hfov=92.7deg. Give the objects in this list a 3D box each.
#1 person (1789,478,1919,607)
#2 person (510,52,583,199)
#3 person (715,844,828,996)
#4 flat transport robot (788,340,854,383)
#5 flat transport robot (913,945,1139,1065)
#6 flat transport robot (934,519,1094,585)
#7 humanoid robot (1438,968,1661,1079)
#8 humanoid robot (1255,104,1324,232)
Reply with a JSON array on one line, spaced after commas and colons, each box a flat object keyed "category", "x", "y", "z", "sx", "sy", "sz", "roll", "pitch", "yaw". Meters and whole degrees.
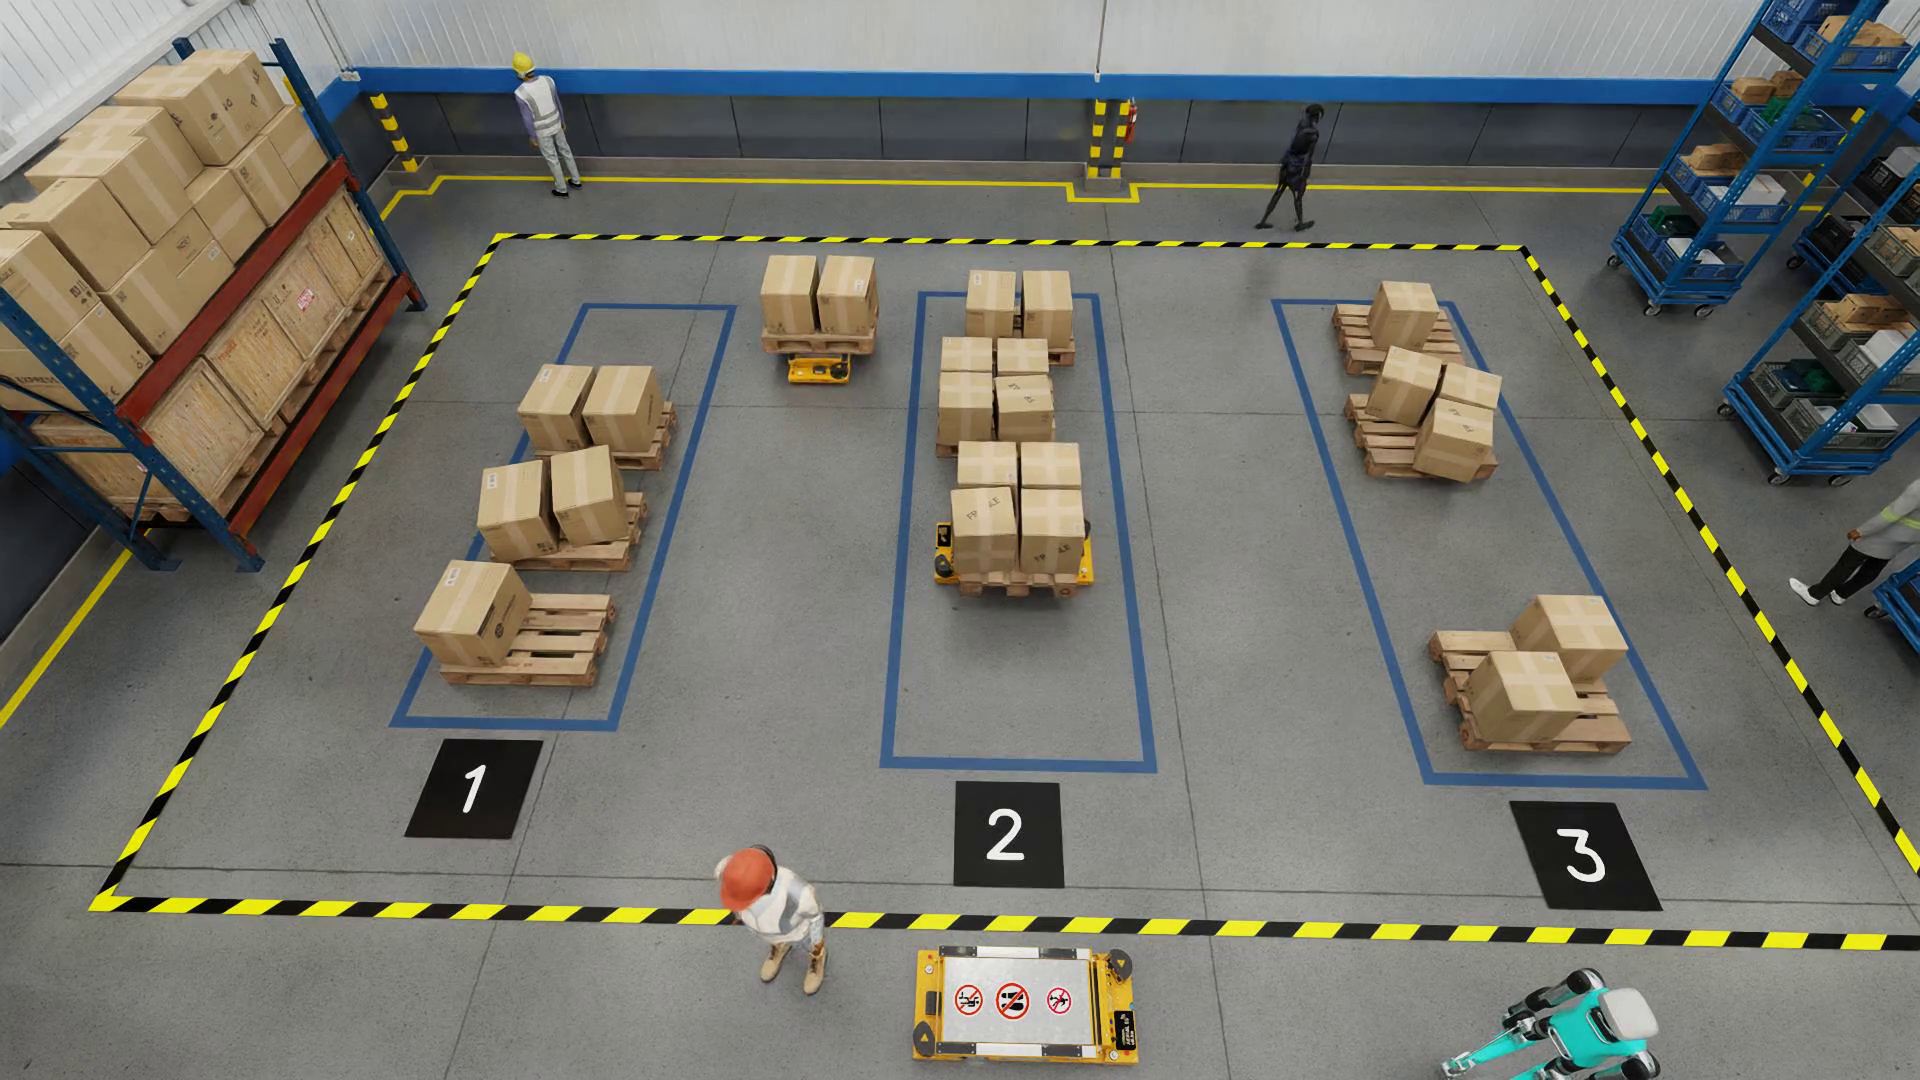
[{"category": "person", "x": 7.697, "y": -0.108, "z": 7.552, "sx": 0.599, "sy": 1.850, "sz": 0.385, "roll": 1, "pitch": 51, "yaw": 0}, {"category": "person", "x": -5.344, "y": -5.329, "z": 11.817, "sx": 0.404, "sy": 1.837, "sz": 0.592, "roll": 25, "pitch": 55, "yaw": 19}, {"category": "person", "x": -1.098, "y": 2.293, "z": 5.473, "sx": 0.609, "sy": 2.042, "sz": 0.393, "roll": 14, "pitch": 52, "yaw": 11}, {"category": "flat transport robot", "x": -1.528, "y": -2.322, "z": 10.360, "sx": 0.652, "sy": 0.197, "sz": 1.431, "roll": 1, "pitch": 51, "yaw": 1}, {"category": "flat transport robot", "x": 0.422, "y": 3.041, "z": 6.007, "sx": 1.431, "sy": 0.231, "sz": 0.659, "roll": 1, "pitch": 51, "yaw": 1}, {"category": "flat transport robot", "x": 0.490, "y": 0.087, "z": 8.397, "sx": 1.431, "sy": 0.197, "sz": 0.652, "roll": 1, "pitch": 51, "yaw": 1}, {"category": "humanoid robot", "x": 3.101, "y": 2.890, "z": 5.096, "sx": 0.735, "sy": 1.677, "sz": 0.533, "roll": -11, "pitch": 52, "yaw": -9}, {"category": "humanoid robot", "x": 4.203, "y": -4.596, "z": 11.338, "sx": 0.717, "sy": 1.634, "sz": 0.589, "roll": -7, "pitch": 51, "yaw": -6}]
